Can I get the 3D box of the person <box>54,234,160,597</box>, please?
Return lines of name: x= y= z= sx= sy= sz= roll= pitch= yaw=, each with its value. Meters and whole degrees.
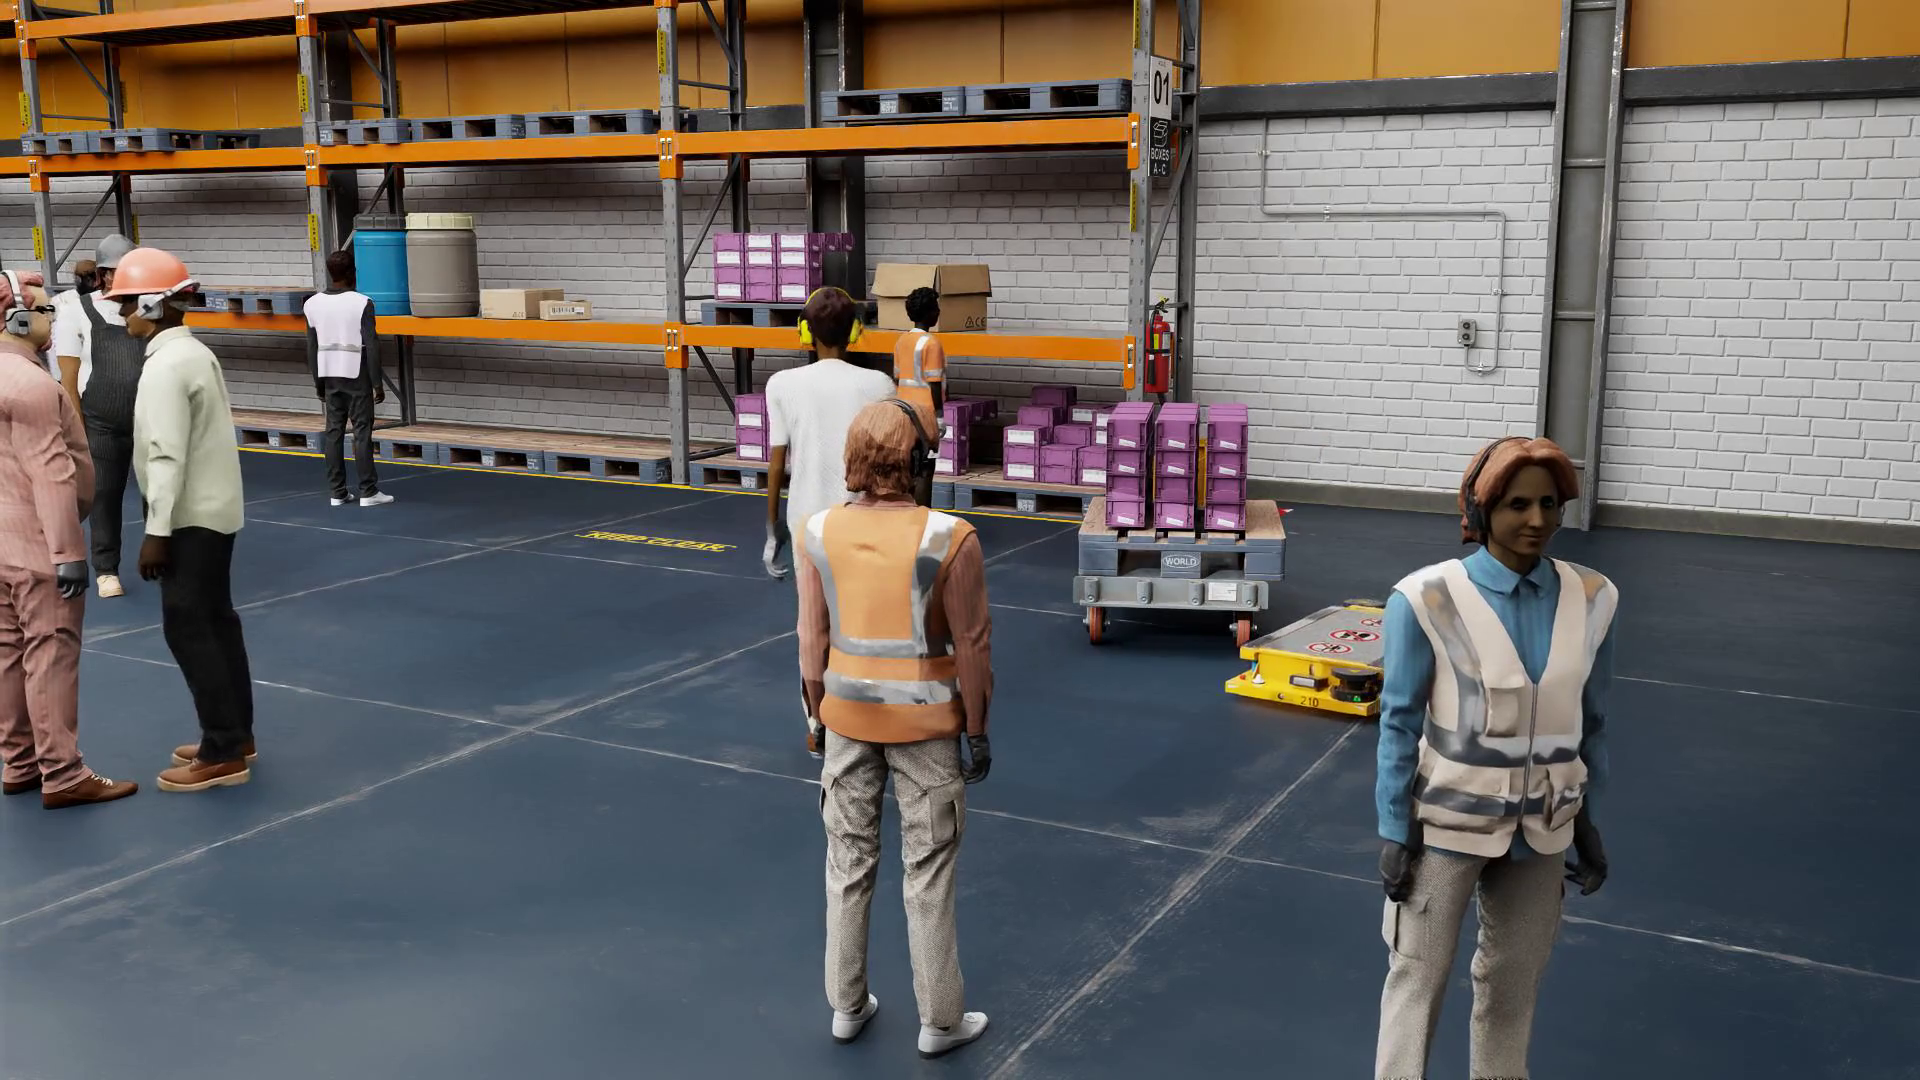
person: x=-4.697 y=-0.708 z=9.454 sx=0.676 sy=2.000 sz=0.536 roll=-10 pitch=14 yaw=-43

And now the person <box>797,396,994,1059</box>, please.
person: x=-0.161 y=0.469 z=4.100 sx=0.514 sy=1.641 sz=0.307 roll=4 pitch=11 yaw=22

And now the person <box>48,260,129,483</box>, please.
person: x=-7.042 y=-1.351 z=13.559 sx=0.431 sy=1.834 sz=0.664 roll=9 pitch=14 yaw=42

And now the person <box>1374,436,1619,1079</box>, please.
person: x=1.076 y=0.600 z=3.379 sx=0.514 sy=1.641 sz=0.315 roll=-2 pitch=11 yaw=-12

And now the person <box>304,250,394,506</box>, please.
person: x=-4.619 y=-1.207 z=12.525 sx=0.589 sy=1.919 sz=0.393 roll=2 pitch=11 yaw=13

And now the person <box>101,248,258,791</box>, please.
person: x=-2.876 y=-0.078 z=6.161 sx=0.430 sy=1.981 sz=0.637 roll=-3 pitch=11 yaw=-14

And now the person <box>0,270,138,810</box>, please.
person: x=-3.284 y=0.000 z=5.928 sx=0.649 sy=1.913 sz=0.409 roll=8 pitch=13 yaw=37

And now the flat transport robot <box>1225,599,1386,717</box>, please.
flat transport robot: x=1.828 y=0.513 z=7.615 sx=0.652 sy=0.197 sz=1.431 roll=7 pitch=13 yaw=34

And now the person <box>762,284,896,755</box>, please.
person: x=-0.493 y=-0.033 z=6.301 sx=0.521 sy=1.854 sz=0.651 roll=-1 pitch=10 yaw=-6

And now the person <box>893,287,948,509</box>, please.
person: x=-0.255 y=-0.815 z=10.980 sx=0.322 sy=1.697 sz=0.532 roll=-6 pitch=12 yaw=-28
